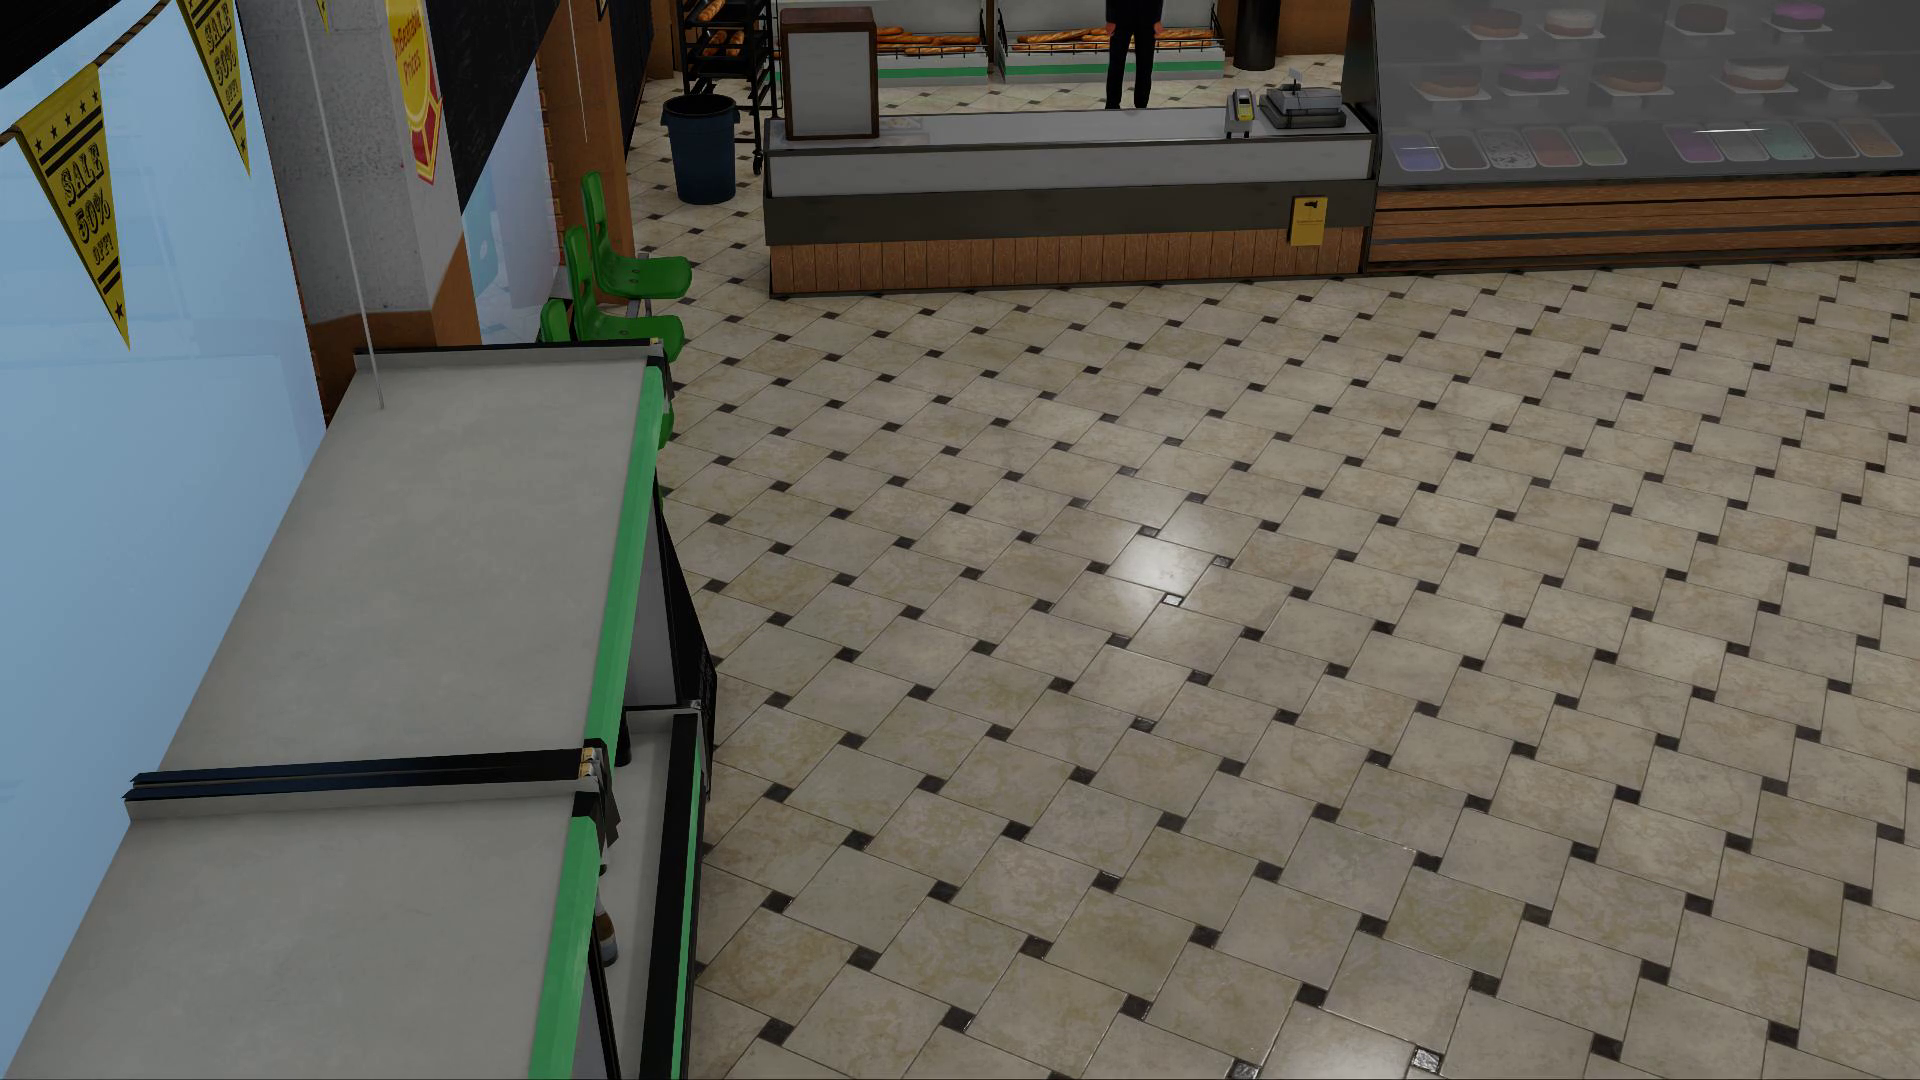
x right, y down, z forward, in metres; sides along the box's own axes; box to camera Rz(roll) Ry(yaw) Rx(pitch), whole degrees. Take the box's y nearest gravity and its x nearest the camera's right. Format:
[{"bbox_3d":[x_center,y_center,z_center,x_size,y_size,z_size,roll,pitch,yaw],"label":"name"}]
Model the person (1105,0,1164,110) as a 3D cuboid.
[{"bbox_3d":[1.416,-4.247,13.479,0.614,1.868,0.570,-3,32,-5],"label":"person"}]
